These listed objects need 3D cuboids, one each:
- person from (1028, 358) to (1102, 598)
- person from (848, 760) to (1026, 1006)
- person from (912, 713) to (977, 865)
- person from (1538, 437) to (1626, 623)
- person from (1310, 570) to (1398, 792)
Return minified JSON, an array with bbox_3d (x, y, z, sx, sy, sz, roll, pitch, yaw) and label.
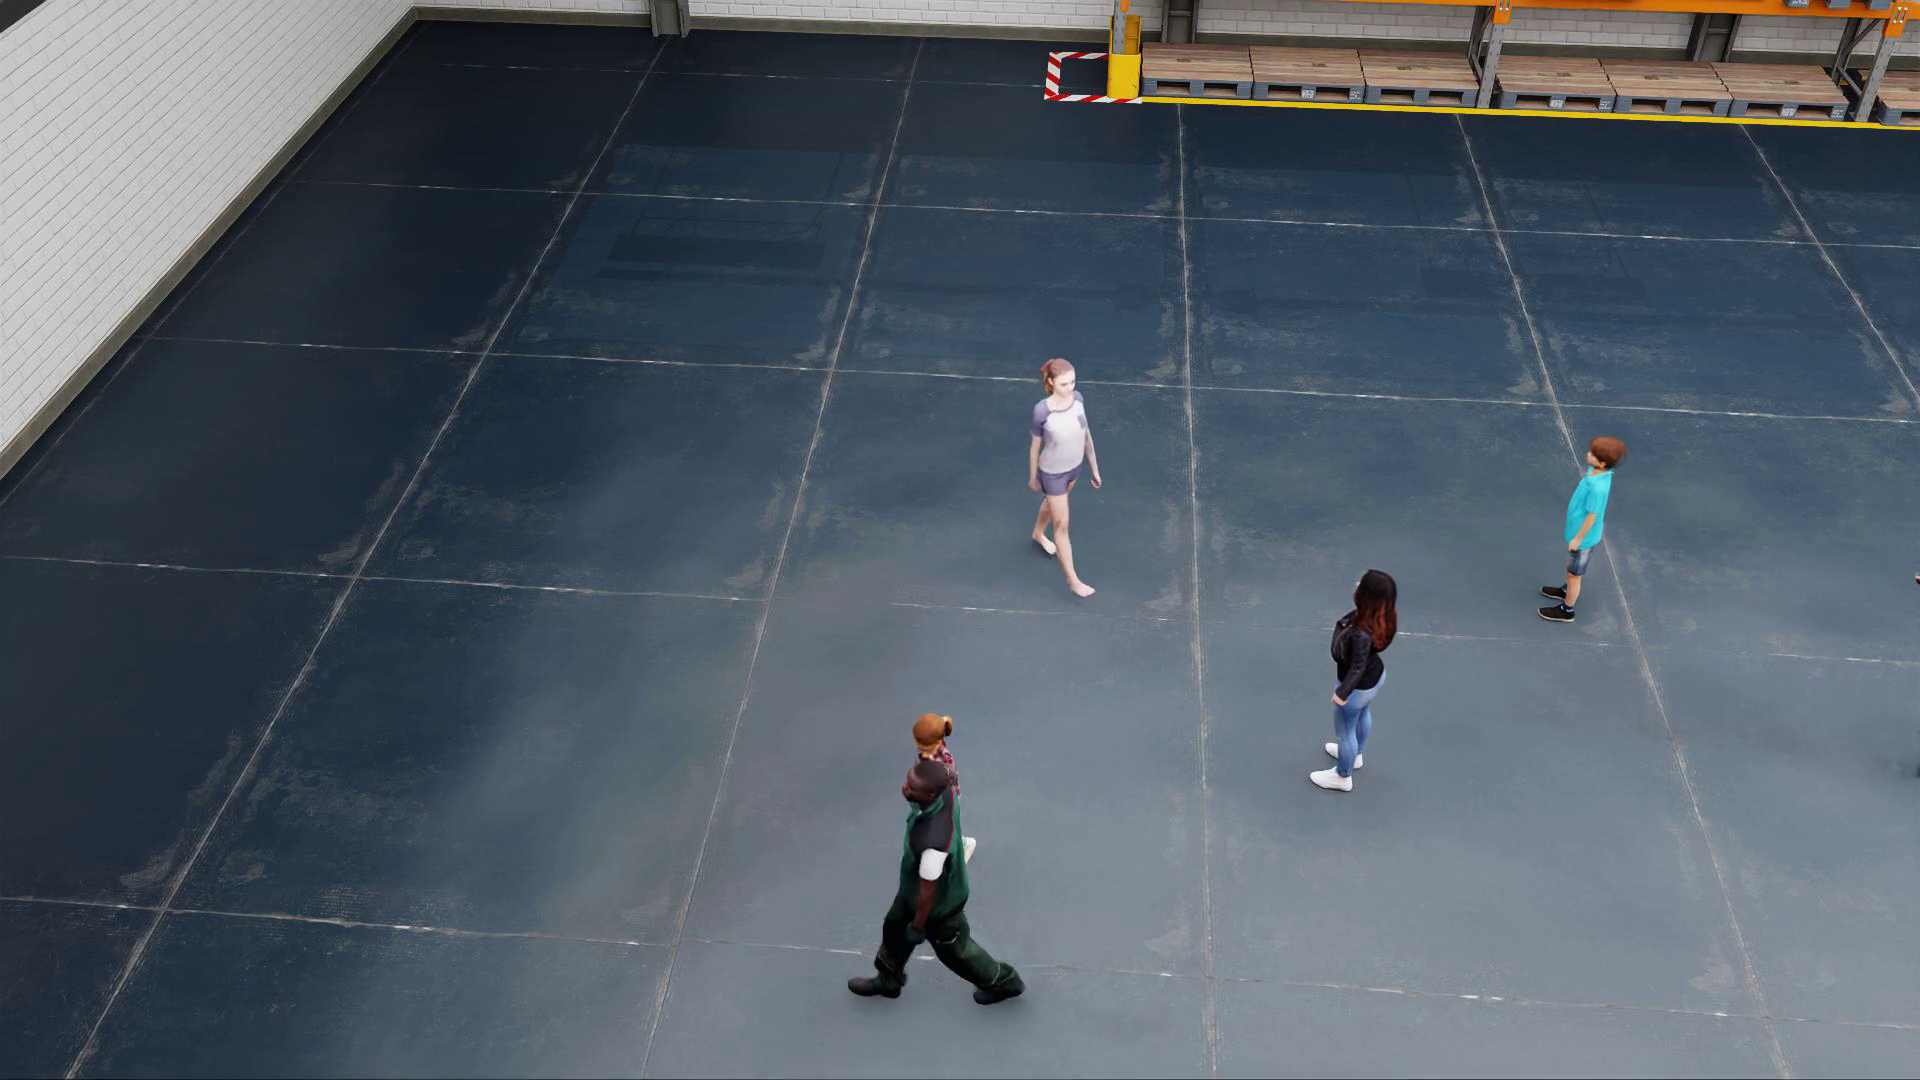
[{"bbox_3d":[0.656,-0.528,11.529,1.055,1.724,1.093,-26,45,-28],"label":"person"},{"bbox_3d":[-0.054,1.824,8.518,1.221,1.807,0.784,-2,39,-2],"label":"person"},{"bbox_3d":[-0.083,1.433,9.418,0.742,1.294,0.691,-13,40,-16],"label":"person"},{"bbox_3d":[4.212,-0.085,11.196,0.558,1.449,0.569,12,40,15],"label":"person"},{"bbox_3d":[2.374,0.822,9.912,0.716,1.634,0.723,21,43,24],"label":"person"}]
